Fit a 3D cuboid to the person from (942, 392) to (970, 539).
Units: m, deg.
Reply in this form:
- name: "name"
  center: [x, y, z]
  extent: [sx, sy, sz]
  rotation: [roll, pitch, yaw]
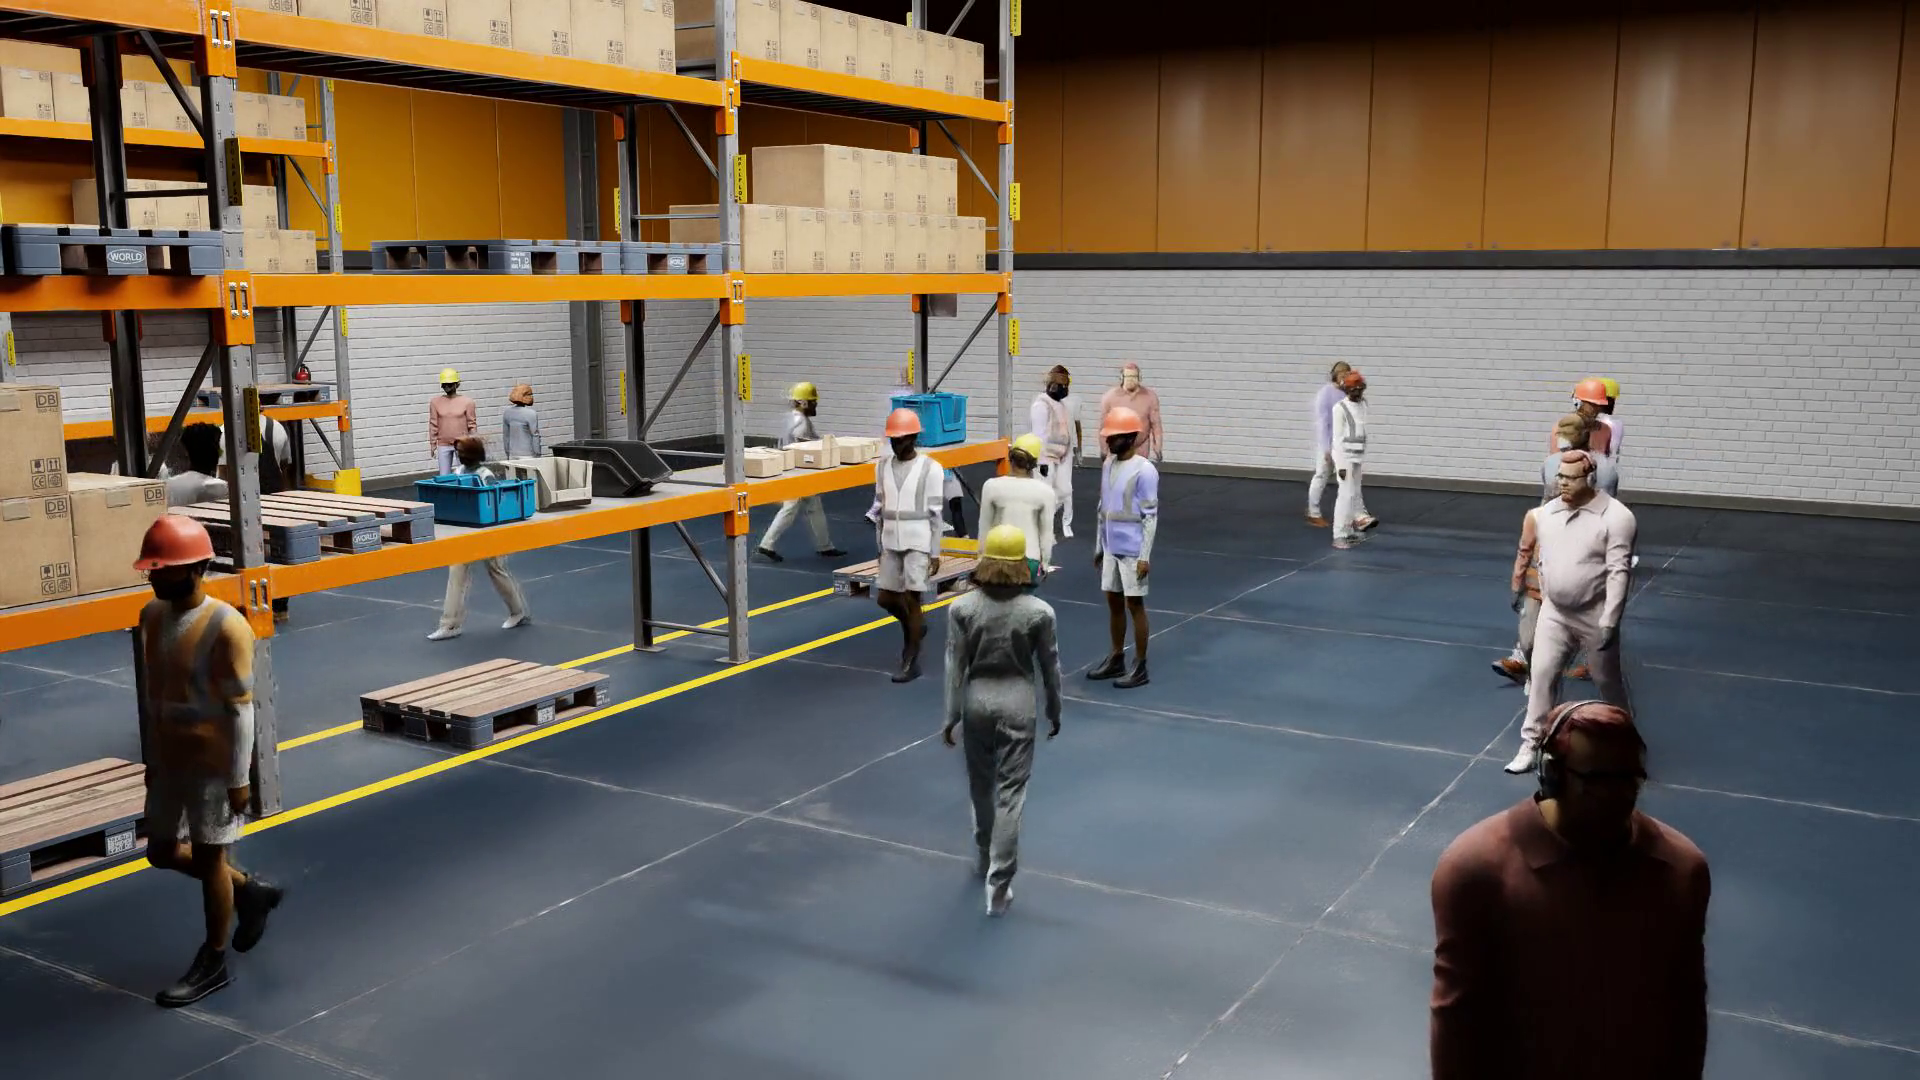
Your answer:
- name: "person"
  center: [-0.168, -0.669, 16.811]
  extent: [0.546, 1.642, 0.910]
  rotation: [-7, 12, -38]

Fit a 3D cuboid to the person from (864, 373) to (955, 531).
- name: "person"
  center: [-0.562, -1.005, 18.253]
  extent: [0.961, 1.870, 0.630]
  rotation: [-2, 9, -15]

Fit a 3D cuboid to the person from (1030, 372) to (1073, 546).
- name: "person"
  center: [0.941, -0.848, 17.396]
  extent: [0.437, 1.823, 0.656]
  rotation: [5, 10, 29]

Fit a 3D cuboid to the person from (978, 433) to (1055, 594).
- name: "person"
  center: [0.394, 0.134, 11.516]
  extent: [0.539, 1.734, 0.686]
  rotation: [-1, 9, -4]

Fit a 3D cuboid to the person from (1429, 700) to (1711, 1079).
- name: "person"
  center: [1.383, 1.292, 3.776]
  extent: [0.643, 1.907, 0.409]
  rotation: [-1, 9, -5]

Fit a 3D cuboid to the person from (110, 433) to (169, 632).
- name: "person"
  center: [-6.574, -0.076, 13.240]
  extent: [0.547, 1.604, 0.715]
  rotation: [4, 10, 21]

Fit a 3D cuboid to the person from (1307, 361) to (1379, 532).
- name: "person"
  center: [4.187, -1.020, 18.296]
  extent: [0.656, 1.876, 1.039]
  rotation: [-5, 11, -30]

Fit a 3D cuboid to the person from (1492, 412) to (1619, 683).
- name: "person"
  center: [4.134, 0.075, 11.405]
  extent: [0.990, 1.889, 0.659]
  rotation: [-5, 10, -29]

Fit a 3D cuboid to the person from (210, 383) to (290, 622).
- name: "person"
  center: [-5.724, -0.305, 13.322]
  extent: [0.536, 2.000, 0.688]
  rotation: [4, 10, 21]

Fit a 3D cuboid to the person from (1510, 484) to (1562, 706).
- name: "person"
  center: [3.788, 0.346, 10.591]
  extent: [0.556, 1.604, 0.636]
  rotation: [3, 10, 20]

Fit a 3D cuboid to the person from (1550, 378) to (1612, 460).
- name: "person"
  center: [5.099, -0.333, 13.662]
  extent: [0.608, 1.989, 0.386]
  rotation: [-4, 10, -24]

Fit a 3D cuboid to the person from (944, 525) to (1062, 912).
- name: "person"
  center: [0.214, 0.771, 7.627]
  extent: [0.514, 1.700, 0.855]
  rotation: [2, 9, 10]

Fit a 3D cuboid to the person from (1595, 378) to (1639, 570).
- name: "person"
  center: [5.945, -0.558, 15.444]
  extent: [0.998, 1.870, 0.594]
  rotation: [-6, 11, -34]

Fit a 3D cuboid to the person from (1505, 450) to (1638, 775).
- name: "person"
  center: [3.585, 0.397, 9.544]
  extent: [0.969, 1.859, 0.637]
  rotation: [-7, 12, -38]

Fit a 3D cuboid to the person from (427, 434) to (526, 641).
- name: "person"
  center: [-3.780, -0.039, 13.057]
  extent: [0.534, 1.593, 0.871]
  rotation: [6, 11, 35]

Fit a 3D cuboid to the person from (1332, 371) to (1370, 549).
- name: "person"
  center: [4.045, -0.838, 17.242]
  extent: [0.415, 1.853, 0.733]
  rotation: [8, 12, 41]

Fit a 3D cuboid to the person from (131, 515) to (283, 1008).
- name: "person"
  center: [-2.964, 0.840, 6.545]
  extent: [0.570, 1.926, 0.550]
  rotation: [5, 10, 27]

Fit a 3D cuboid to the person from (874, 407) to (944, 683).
- name: "person"
  center: [-0.347, 0.022, 11.672]
  extent: [0.545, 1.924, 0.547]
  rotation: [4, 10, 26]

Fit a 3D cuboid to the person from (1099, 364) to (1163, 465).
- name: "person"
  center: [1.882, -0.988, 18.169]
  extent: [0.668, 1.851, 1.018]
  rotation: [-1, 9, -5]

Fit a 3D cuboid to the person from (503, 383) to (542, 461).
- name: "person"
  center: [-4.832, -0.917, 18.414]
  extent: [0.507, 1.631, 0.266]
  rotation: [5, 11, 30]

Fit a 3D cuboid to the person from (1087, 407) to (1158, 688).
- name: "person"
  center: [1.105, 0.050, 11.437]
  extent: [0.378, 1.933, 0.551]
  rotation: [-6, 11, -32]

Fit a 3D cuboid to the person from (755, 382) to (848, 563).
- name: "person"
  center: [-1.596, -0.663, 16.359]
  extent: [0.926, 1.792, 0.611]
  rotation: [-2, 9, -11]

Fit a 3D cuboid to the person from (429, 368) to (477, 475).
- name: "person"
  center: [-5.782, -1.074, 18.980]
  extent: [0.533, 1.767, 0.326]
  rotation: [-1, 9, -4]

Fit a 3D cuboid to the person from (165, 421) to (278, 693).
- name: "person"
  center: [-4.807, 0.202, 10.571]
  extent: [0.625, 1.915, 1.010]
  rotation: [5, 10, 27]

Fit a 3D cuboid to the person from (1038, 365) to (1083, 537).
- name: "person"
  center: [1.064, -0.956, 17.934]
  extent: [0.534, 1.864, 0.310]
  rotation: [1, 9, 6]
